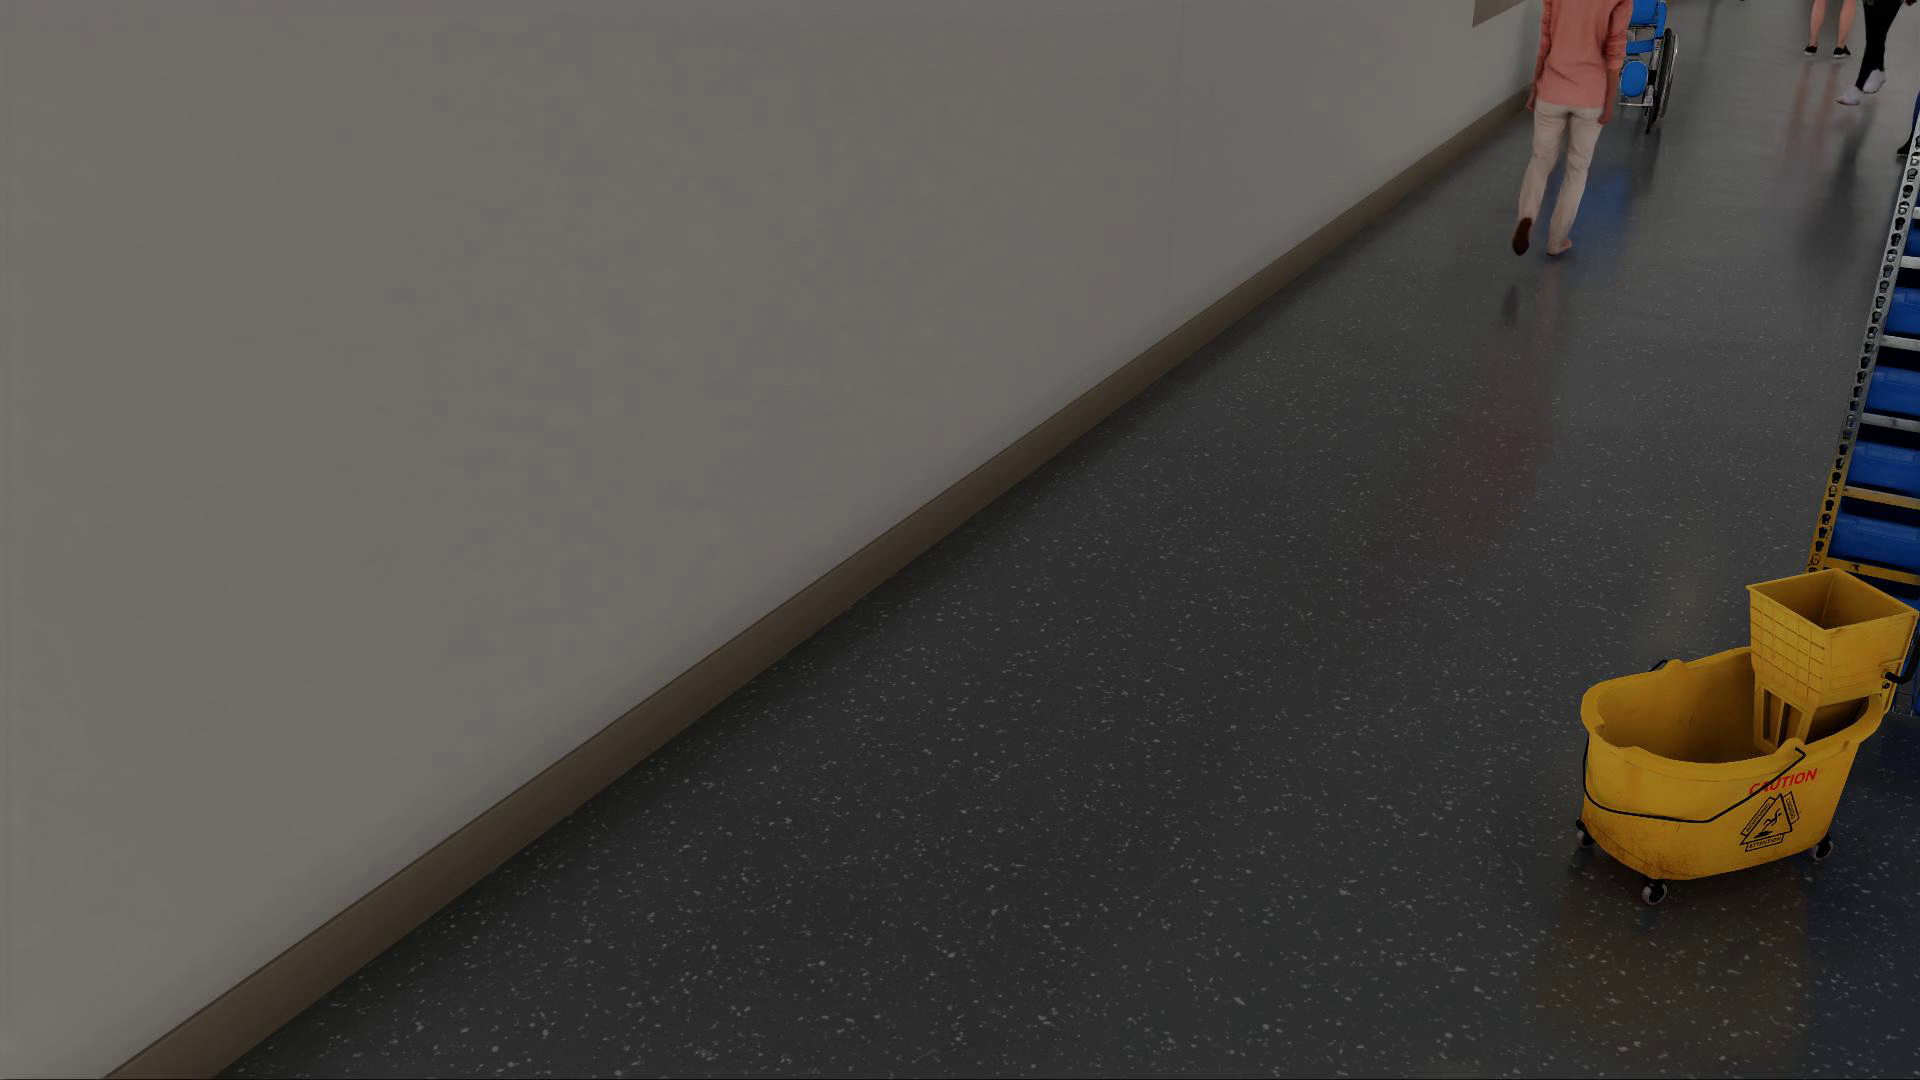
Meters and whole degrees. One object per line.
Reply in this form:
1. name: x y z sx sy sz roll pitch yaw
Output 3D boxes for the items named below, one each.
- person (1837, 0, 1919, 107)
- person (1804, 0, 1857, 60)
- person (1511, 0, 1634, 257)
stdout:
1. person: 6.775 -4.062 12.091 0.932 1.731 1.194 -22 33 -38
2. person: 7.414 -4.916 13.920 0.465 1.681 0.623 15 30 28
3. person: 3.025 -2.215 8.288 0.847 1.708 0.690 17 30 31
